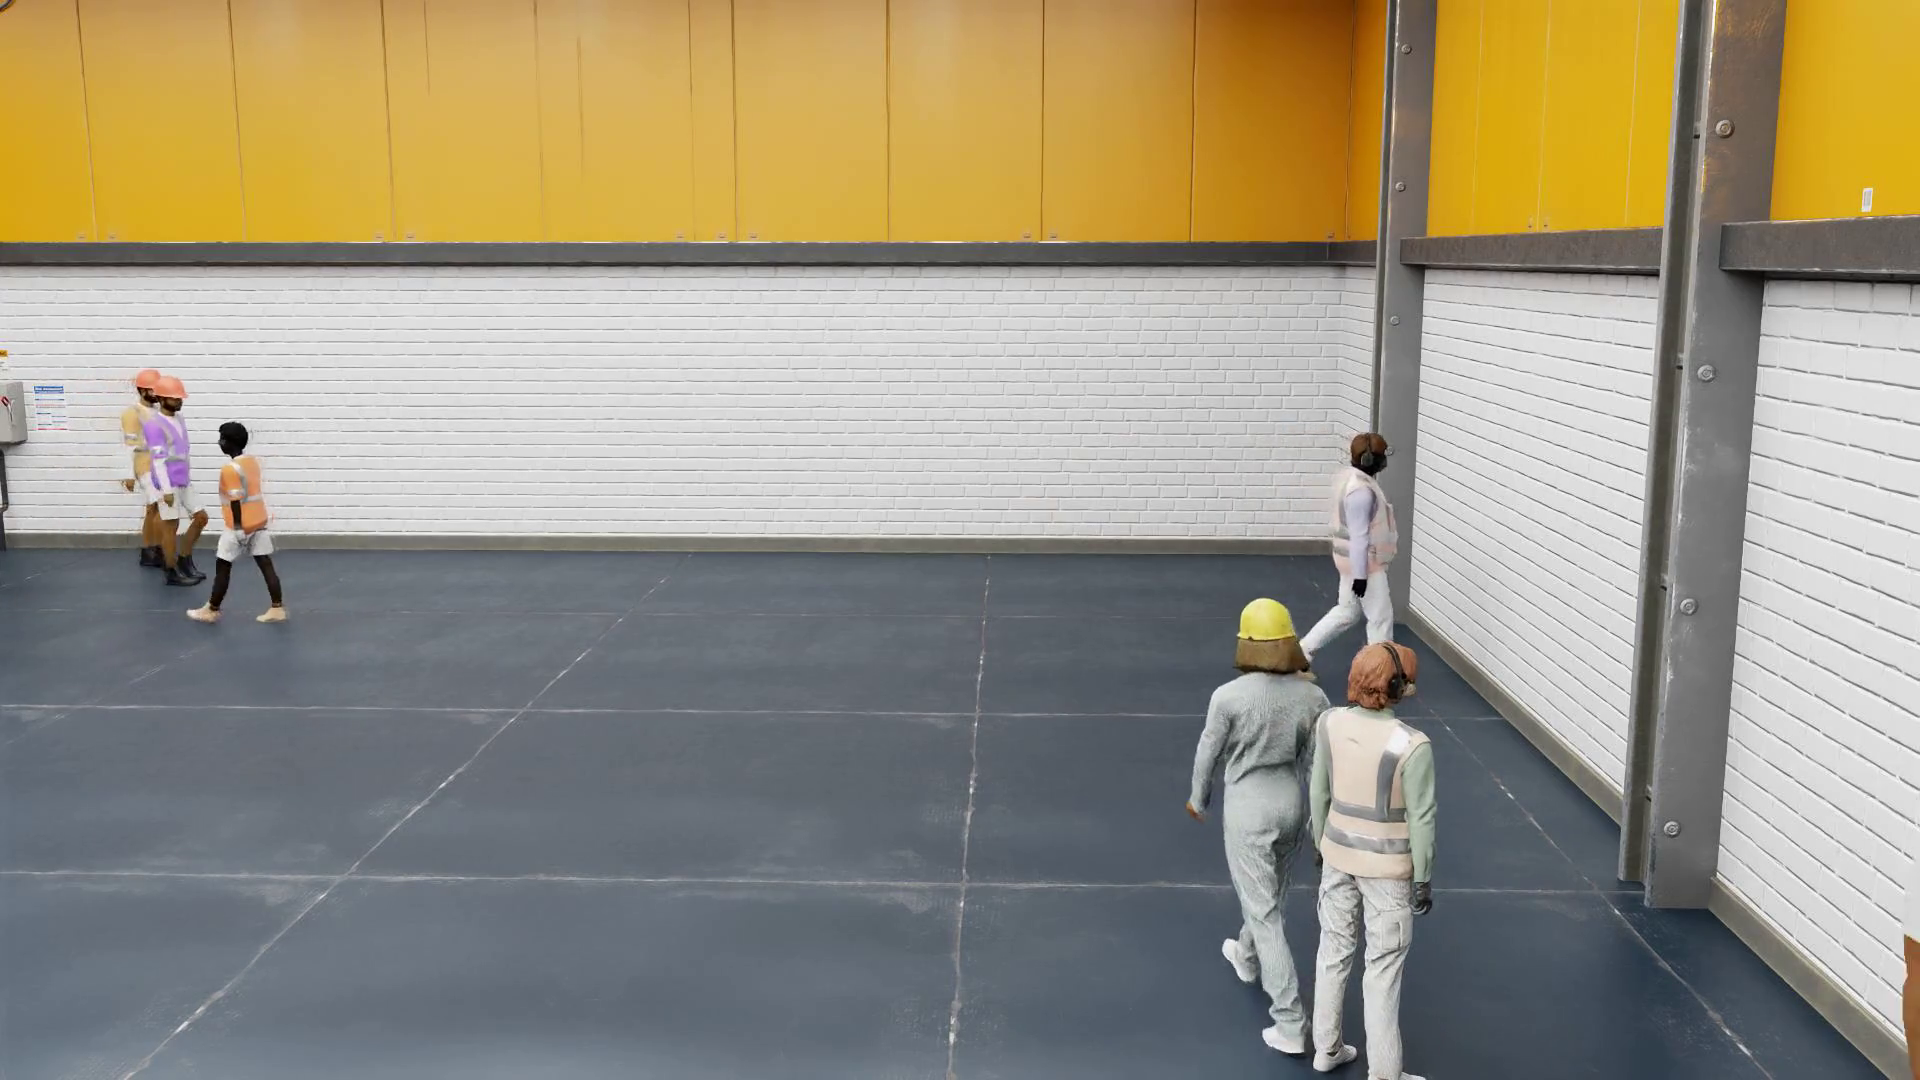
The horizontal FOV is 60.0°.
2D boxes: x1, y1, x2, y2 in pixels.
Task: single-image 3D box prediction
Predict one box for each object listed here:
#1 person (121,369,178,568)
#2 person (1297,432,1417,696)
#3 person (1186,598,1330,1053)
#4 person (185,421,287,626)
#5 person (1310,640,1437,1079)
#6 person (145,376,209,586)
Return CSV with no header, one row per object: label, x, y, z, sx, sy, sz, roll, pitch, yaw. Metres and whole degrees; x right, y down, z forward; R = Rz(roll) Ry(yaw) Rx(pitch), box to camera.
person,-7.667,-0.671,15.912,0.647,1.915,0.558,1,10,6
person,2.692,0.158,11.375,0.864,1.815,0.636,1,10,8
person,1.171,1.061,6.478,0.491,1.686,0.933,-4,10,-20
person,-5.902,-0.126,13.488,0.831,1.662,0.542,1,10,6
person,1.471,1.170,5.963,0.311,1.638,0.523,-7,12,-37
person,-7.057,-0.520,15.029,0.457,1.922,0.585,1,10,3
